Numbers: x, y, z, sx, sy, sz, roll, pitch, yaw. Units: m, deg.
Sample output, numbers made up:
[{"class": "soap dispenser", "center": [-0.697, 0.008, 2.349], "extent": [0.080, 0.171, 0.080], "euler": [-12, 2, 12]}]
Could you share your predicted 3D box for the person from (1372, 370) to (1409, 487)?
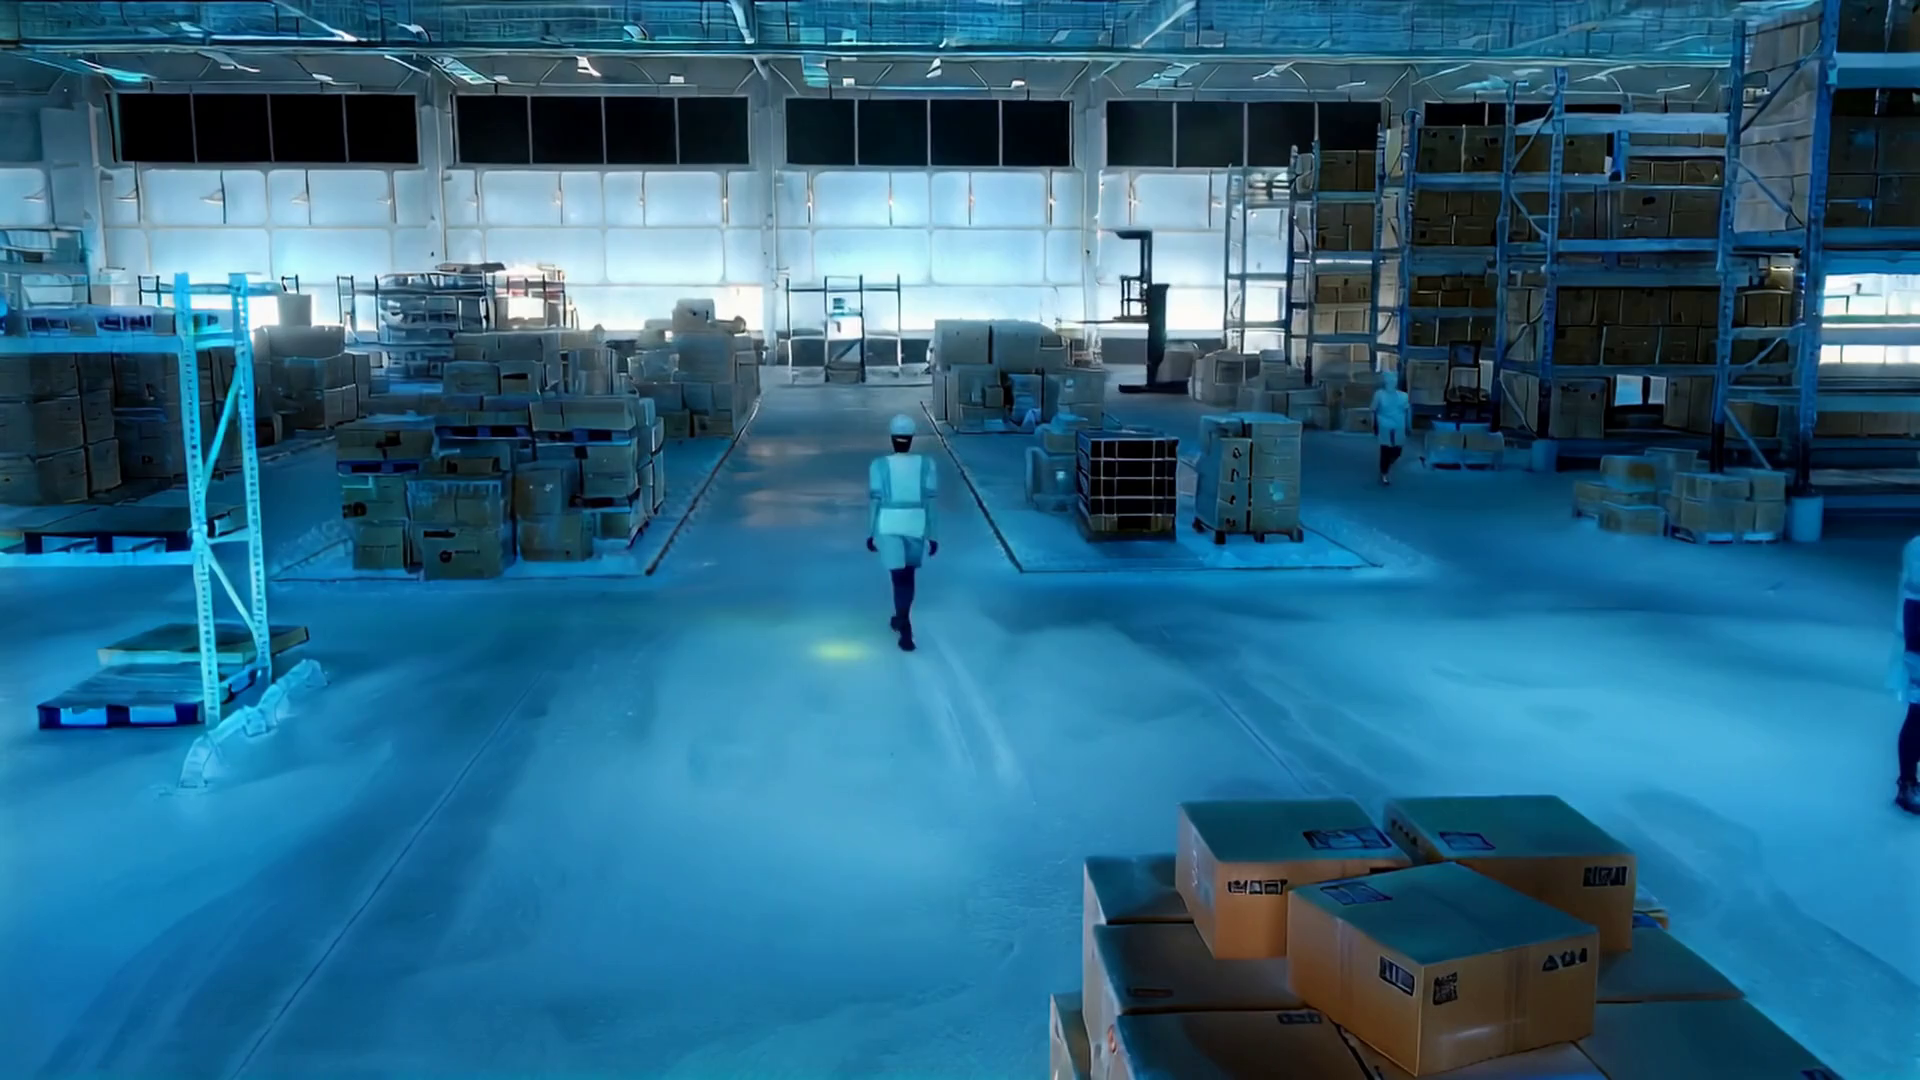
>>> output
[{"class": "person", "center": [6.172, -1.622, 23.966], "extent": [0.534, 1.684, 0.600], "euler": [-1, 9, -5]}]

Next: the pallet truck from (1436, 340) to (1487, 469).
[{"class": "pallet truck", "center": [8.004, -2.170, 26.422], "extent": [0.823, 1.965, 1.885], "euler": [2, 9, 14]}]

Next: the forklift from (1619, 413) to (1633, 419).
[{"class": "forklift", "center": [13.358, -4.015, 35.244], "extent": [1.129, 2.768, 1.873], "euler": [-1, 9, -4]}]

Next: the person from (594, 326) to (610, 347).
[{"class": "person", "center": [-7.916, -3.771, 36.805], "extent": [0.432, 1.931, 0.598], "euler": [-7, 11, -36]}]

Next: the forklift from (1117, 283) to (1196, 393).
[{"class": "forklift", "center": [5.044, -5.165, 42.461], "extent": [1.873, 2.768, 1.129], "euler": [-1, 9, -4]}]

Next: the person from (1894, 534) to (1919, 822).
[{"class": "person", "center": [5.498, 0.585, 9.229], "extent": [0.604, 1.963, 0.367], "euler": [-2, 9, -12]}]

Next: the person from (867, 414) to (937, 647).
[{"class": "person", "center": [-0.476, -0.091, 13.720], "extent": [0.560, 1.892, 0.983], "euler": [-2, 9, -13]}]
